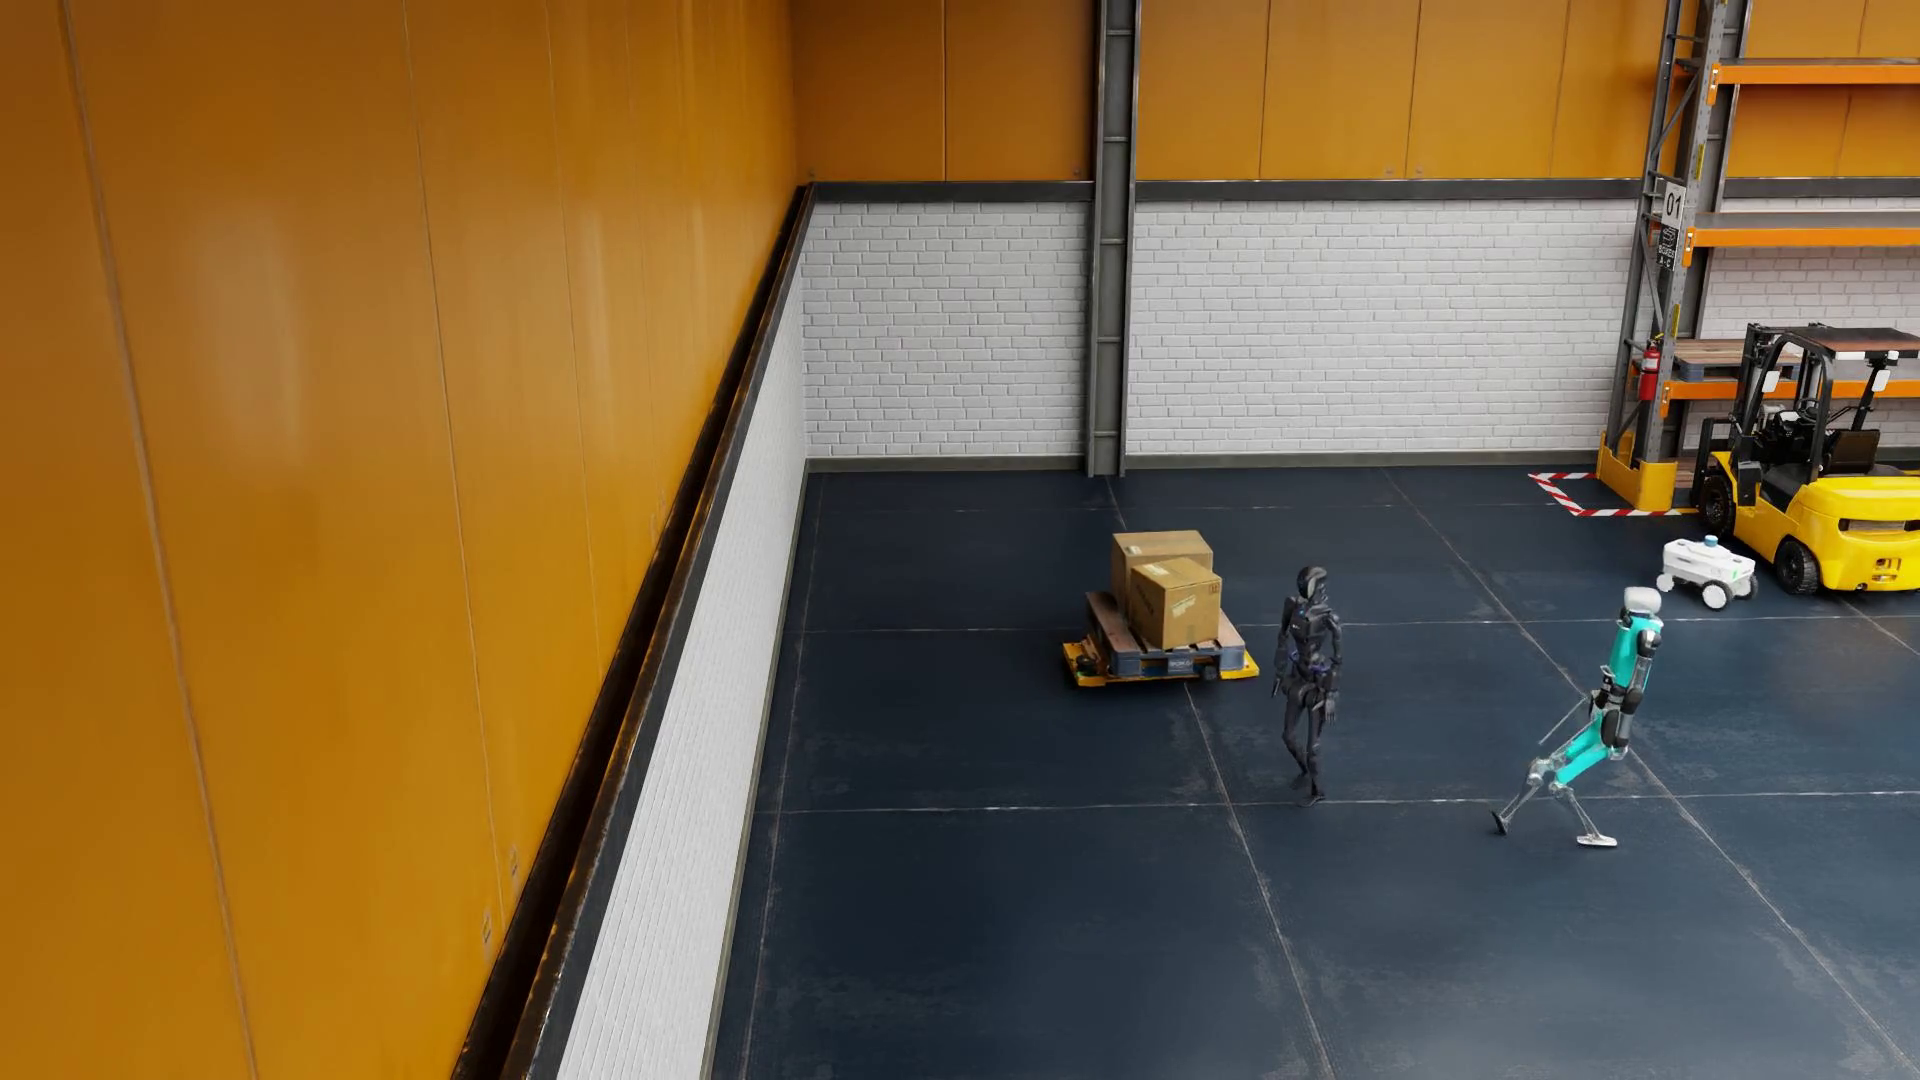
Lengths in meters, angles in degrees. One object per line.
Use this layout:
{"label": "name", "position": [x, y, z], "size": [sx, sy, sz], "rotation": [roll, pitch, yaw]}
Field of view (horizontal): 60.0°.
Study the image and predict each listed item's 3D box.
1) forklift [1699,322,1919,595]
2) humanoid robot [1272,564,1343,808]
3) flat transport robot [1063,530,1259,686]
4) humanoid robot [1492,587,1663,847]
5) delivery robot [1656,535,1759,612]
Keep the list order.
{"label": "forklift", "position": [7.809, -0.792, 14.926], "size": [1.214, 2.155, 2.313], "rotation": [-1, 20, -2]}
{"label": "humanoid robot", "position": [2.328, 0.939, 10.986], "size": [0.393, 1.648, 0.583], "rotation": [-14, 24, -32]}
{"label": "flat transport robot", "position": [1.572, 0.903, 13.104], "size": [1.431, 0.231, 0.659], "rotation": [-3, 20, -7]}
{"label": "humanoid robot", "position": [3.796, 1.141, 10.385], "size": [0.935, 1.800, 0.558], "rotation": [3, 20, 7]}
{"label": "delivery robot", "position": [6.491, 0.260, 14.431], "size": [0.499, 0.593, 0.789], "rotation": [-15, 25, -34]}
